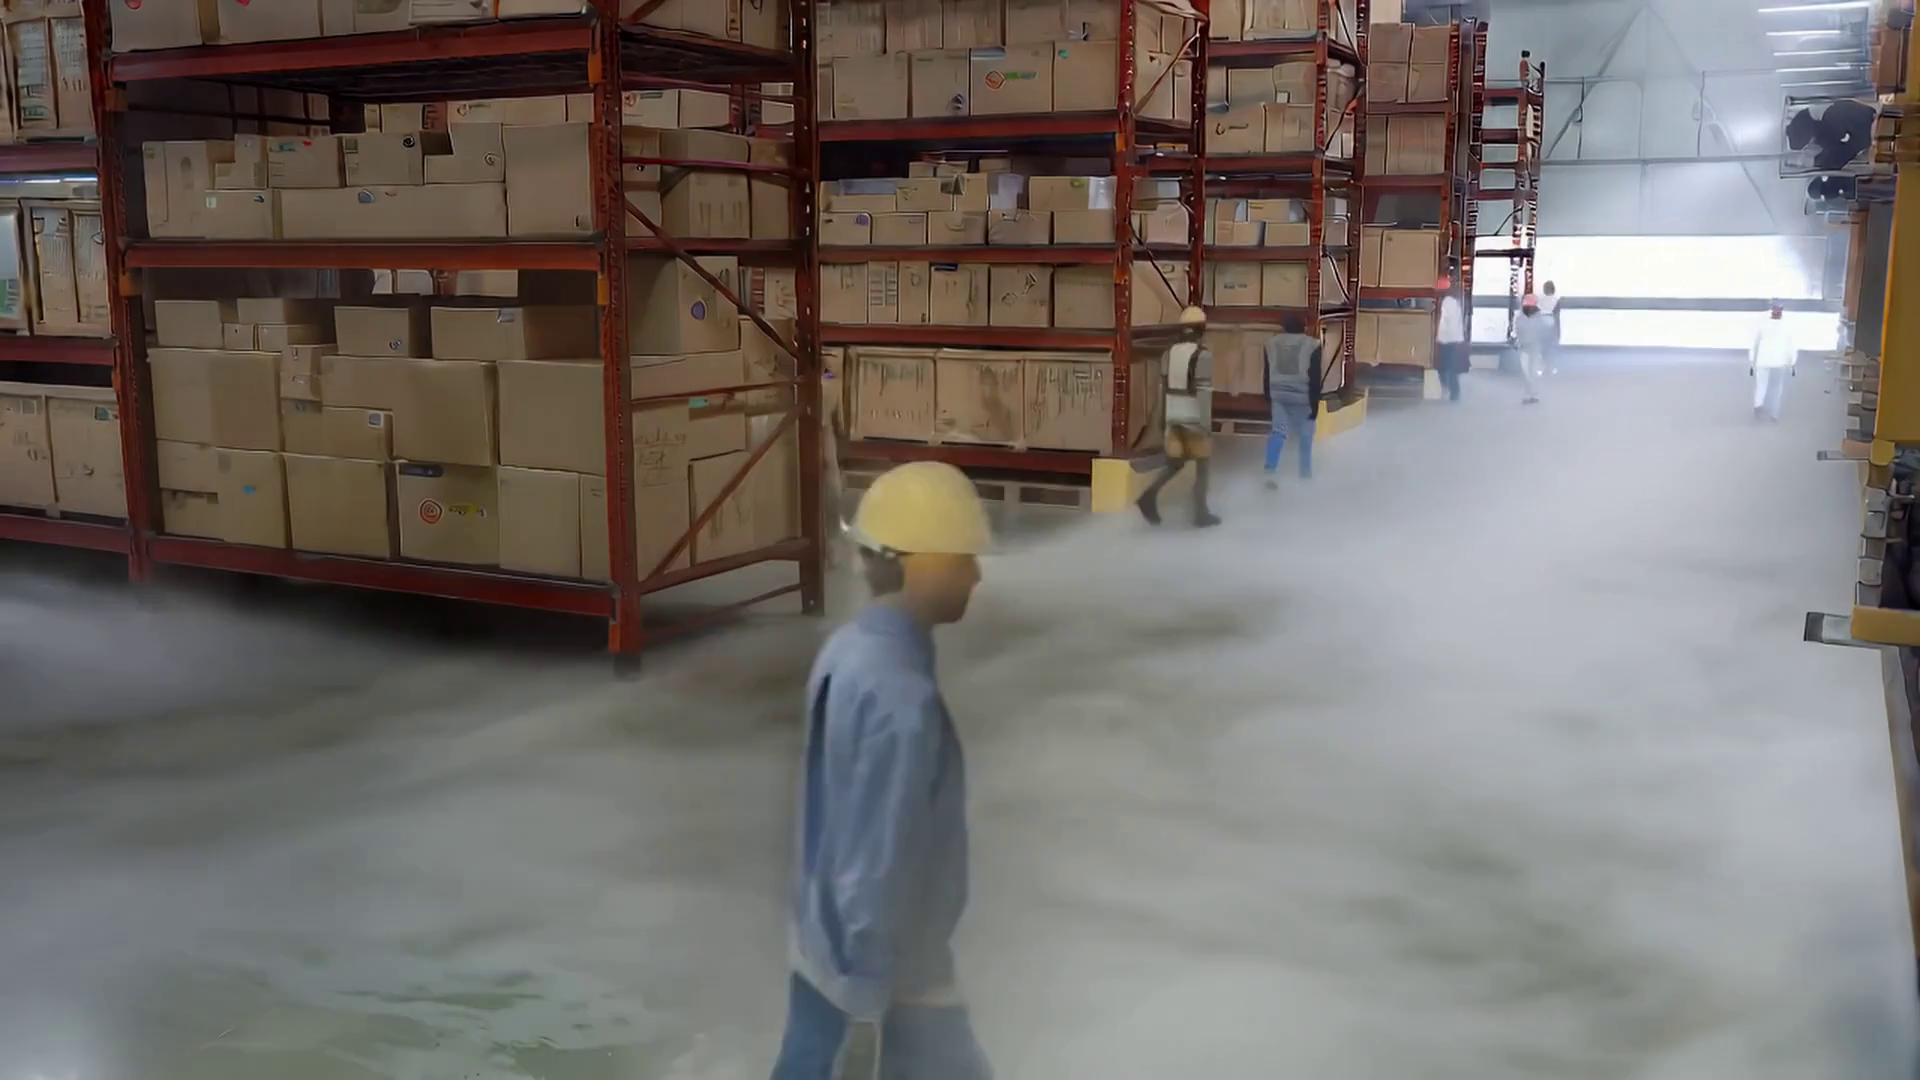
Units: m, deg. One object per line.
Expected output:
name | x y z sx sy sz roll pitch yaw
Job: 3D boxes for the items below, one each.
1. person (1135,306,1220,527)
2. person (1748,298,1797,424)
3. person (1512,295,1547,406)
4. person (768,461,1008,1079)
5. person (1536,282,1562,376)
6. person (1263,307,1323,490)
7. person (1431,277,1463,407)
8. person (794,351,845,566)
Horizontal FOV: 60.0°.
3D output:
person | 1.849 -1.028 14.063 0.773 1.895 0.595 -6 12 -33
person | 10.988 -2.404 22.521 0.594 1.723 0.668 6 11 30
person | 8.655 -2.877 25.339 0.480 1.687 0.930 8 12 38
person | -0.153 0.806 3.355 1.050 1.941 0.614 -3 10 -19
person | 11.209 -4.028 31.751 0.594 1.781 0.967 8 12 37
person | 3.257 -1.391 16.433 0.633 1.812 0.907 6 11 31
person | 7.420 -3.011 25.327 0.569 1.956 0.685 2 10 11
person | -1.072 -0.572 12.183 0.539 1.625 0.381 -6 11 -31
